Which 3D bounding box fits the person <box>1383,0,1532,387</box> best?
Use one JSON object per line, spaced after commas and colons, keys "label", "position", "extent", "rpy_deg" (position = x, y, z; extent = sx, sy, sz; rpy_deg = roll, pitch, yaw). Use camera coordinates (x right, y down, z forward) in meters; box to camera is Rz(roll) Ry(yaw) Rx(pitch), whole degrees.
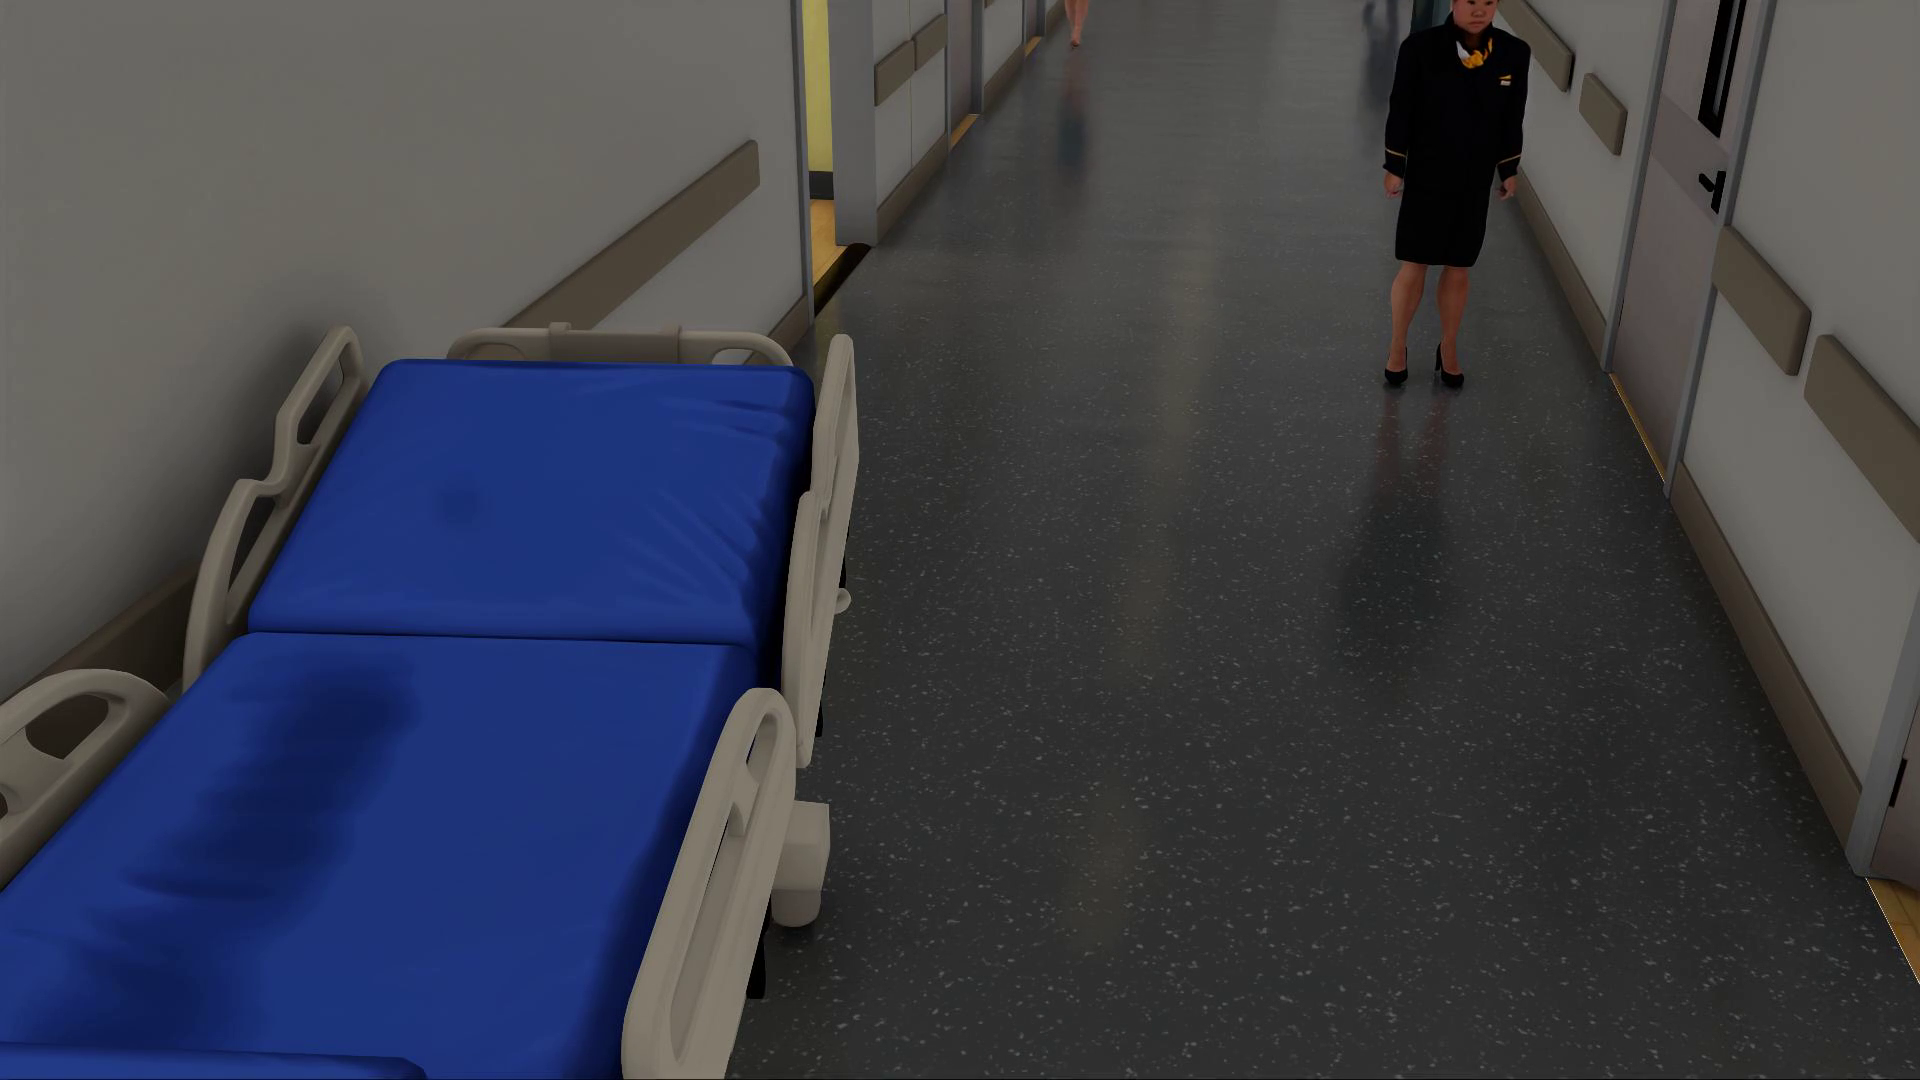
{"label": "person", "position": [1.947, -1.436, 6.618], "extent": [0.571, 1.668, 0.762], "rpy_deg": [3, 26, 5]}
